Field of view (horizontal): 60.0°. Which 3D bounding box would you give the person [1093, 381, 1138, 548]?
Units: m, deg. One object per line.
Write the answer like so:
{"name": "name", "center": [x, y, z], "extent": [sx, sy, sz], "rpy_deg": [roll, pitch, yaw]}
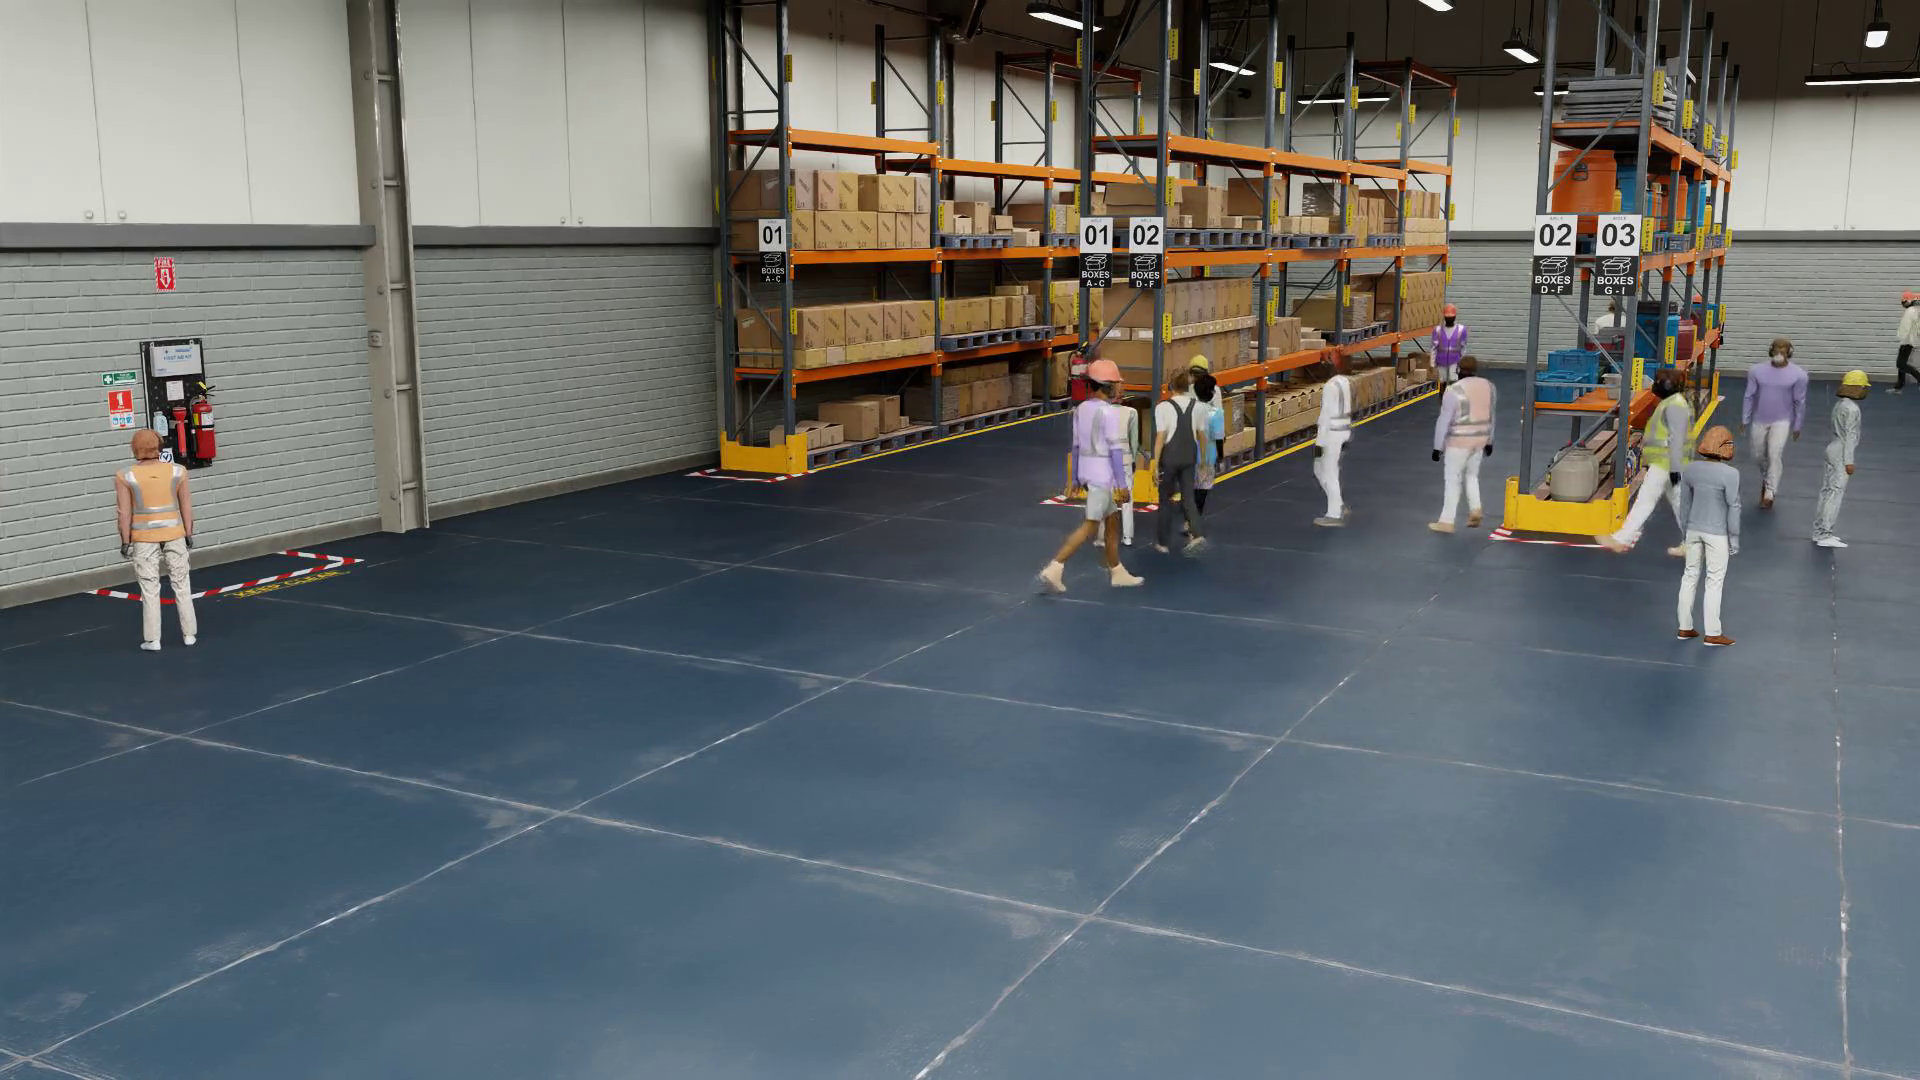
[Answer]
{"name": "person", "center": [1.494, -0.735, 16.186], "extent": [0.513, 1.642, 0.313], "rpy_deg": [-3, 11, -16]}

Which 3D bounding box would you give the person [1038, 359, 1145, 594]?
{"name": "person", "center": [1.110, -0.534, 14.131], "extent": [1.002, 2.007, 0.605], "rpy_deg": [-4, 11, -19]}

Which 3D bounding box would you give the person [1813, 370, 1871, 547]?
{"name": "person", "center": [8.661, -0.799, 16.314], "extent": [0.388, 1.732, 0.494], "rpy_deg": [3, 11, 16]}

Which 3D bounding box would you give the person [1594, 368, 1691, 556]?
{"name": "person", "center": [6.616, -0.737, 15.788], "extent": [0.977, 1.785, 0.644], "rpy_deg": [4, 11, 23]}

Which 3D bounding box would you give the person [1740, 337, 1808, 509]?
{"name": "person", "center": [9.160, -1.332, 18.704], "extent": [0.636, 1.916, 0.765], "rpy_deg": [9, 14, 40]}

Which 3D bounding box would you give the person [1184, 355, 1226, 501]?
{"name": "person", "center": [2.639, -1.178, 18.407], "extent": [0.527, 1.721, 0.923], "rpy_deg": [6, 12, 31]}

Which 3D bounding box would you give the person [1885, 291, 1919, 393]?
{"name": "person", "center": [18.185, -3.764, 31.786], "extent": [0.650, 1.981, 0.615], "rpy_deg": [8, 13, 36]}

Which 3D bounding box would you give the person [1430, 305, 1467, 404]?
{"name": "person", "center": [8.013, -2.905, 27.344], "extent": [0.570, 1.883, 0.987], "rpy_deg": [4, 11, 21]}

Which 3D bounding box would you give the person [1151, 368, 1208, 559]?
{"name": "person", "center": [2.084, -0.704, 15.606], "extent": [0.563, 1.808, 0.870], "rpy_deg": [-2, 11, -13]}

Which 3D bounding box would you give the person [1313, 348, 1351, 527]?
{"name": "person", "center": [3.853, -1.065, 17.355], "extent": [0.423, 1.868, 0.602], "rpy_deg": [5, 12, 27]}

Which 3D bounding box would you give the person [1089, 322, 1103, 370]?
{"name": "person", "center": [2.252, -2.511, 25.600], "extent": [0.542, 1.727, 0.831], "rpy_deg": [5, 12, 25]}

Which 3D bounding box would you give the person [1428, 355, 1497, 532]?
{"name": "person", "center": [5.152, -0.976, 16.995], "extent": [0.690, 1.823, 0.434], "rpy_deg": [-5, 11, -24]}

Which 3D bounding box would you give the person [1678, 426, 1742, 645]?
{"name": "person", "center": [5.584, -0.035, 12.387], "extent": [0.280, 1.634, 0.498], "rpy_deg": [-5, 12, -27]}

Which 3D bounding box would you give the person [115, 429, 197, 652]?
{"name": "person", "center": [-5.871, 0.005, 12.167], "extent": [0.515, 1.636, 0.314], "rpy_deg": [-8, 13, -37]}

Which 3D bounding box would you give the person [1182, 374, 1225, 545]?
{"name": "person", "center": [2.367, -0.785, 16.328], "extent": [0.444, 1.676, 0.564], "rpy_deg": [-9, 14, -40]}

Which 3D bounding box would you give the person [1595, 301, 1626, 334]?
{"name": "person", "center": [11.638, -3.324, 29.661], "extent": [0.631, 1.878, 0.969], "rpy_deg": [7, 13, 34]}

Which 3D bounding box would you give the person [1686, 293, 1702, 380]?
{"name": "person", "center": [13.988, -3.723, 31.680], "extent": [0.375, 1.934, 0.548], "rpy_deg": [4, 11, 21]}
